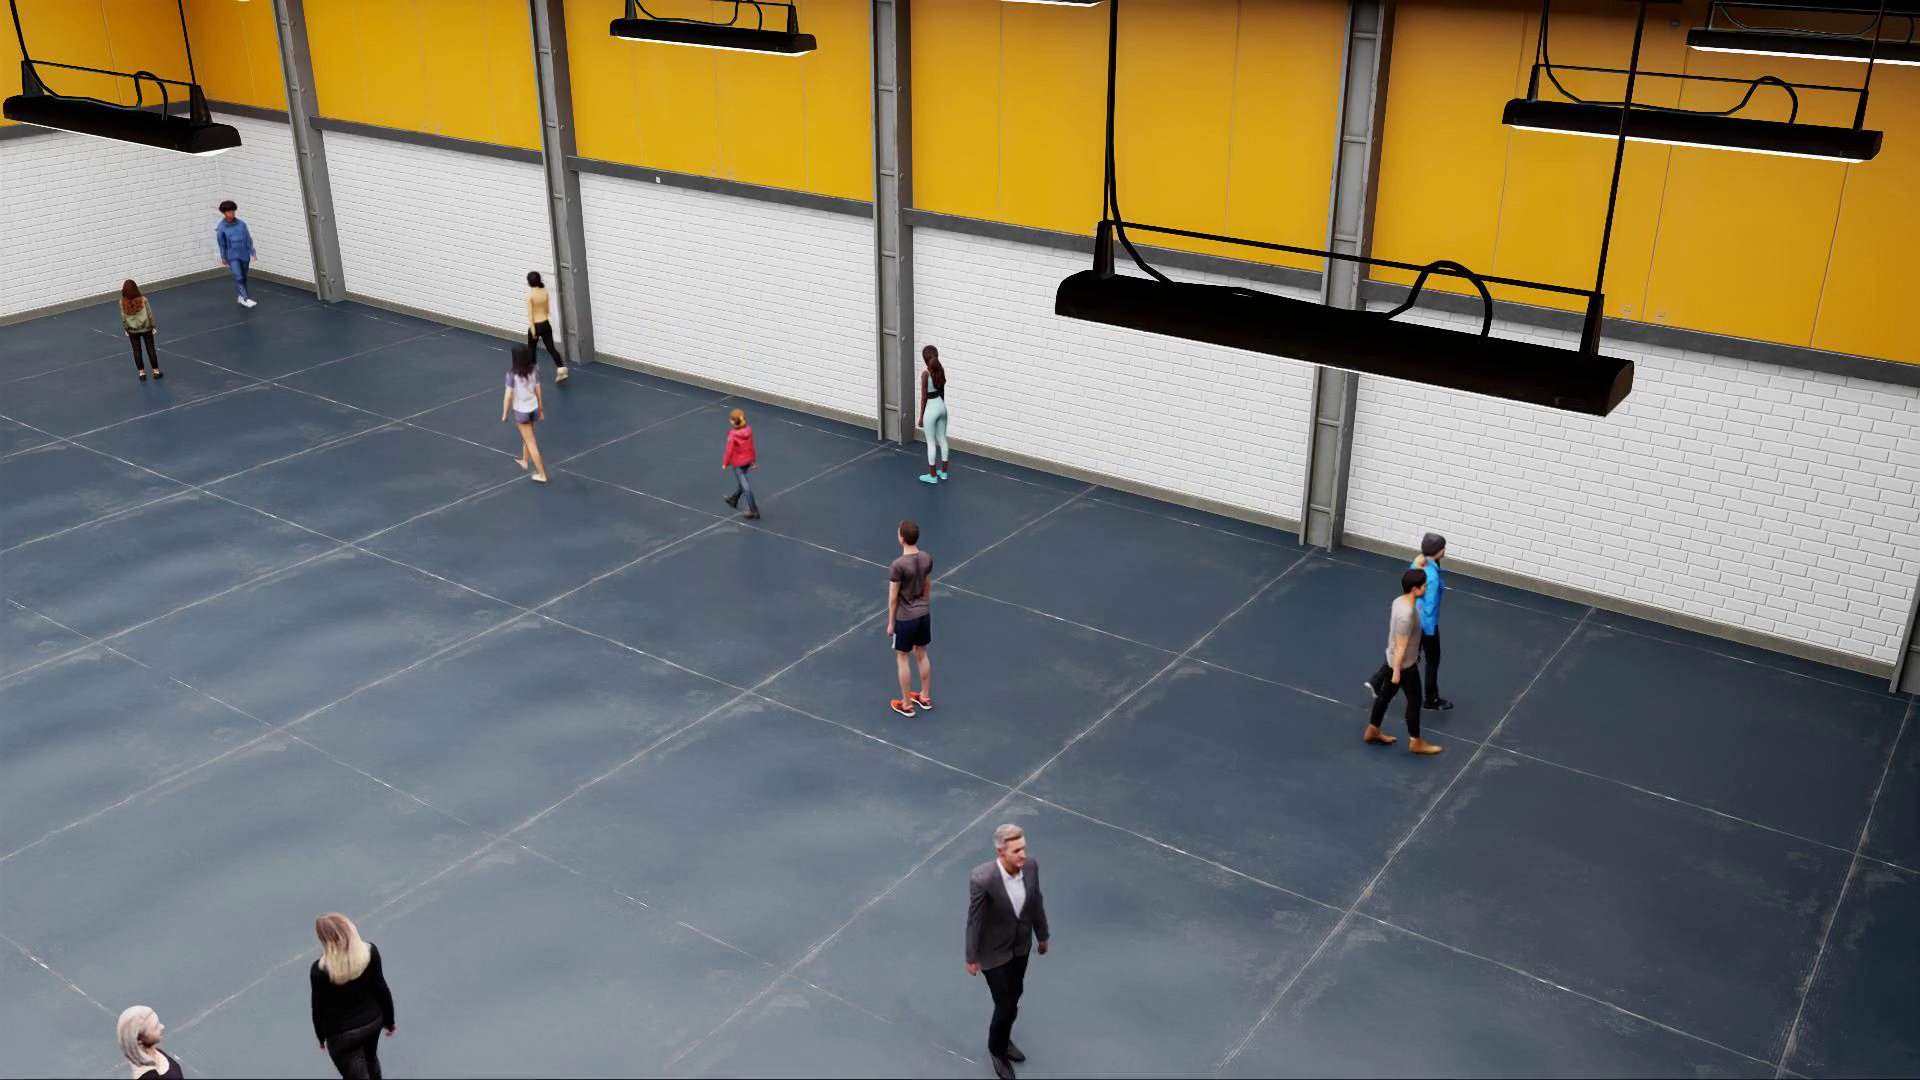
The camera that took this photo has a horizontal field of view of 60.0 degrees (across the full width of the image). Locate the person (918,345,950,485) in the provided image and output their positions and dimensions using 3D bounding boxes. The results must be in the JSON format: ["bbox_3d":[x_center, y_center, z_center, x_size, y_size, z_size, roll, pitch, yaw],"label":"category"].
[{"bbox_3d":[-0.316,-1.540,20.272,0.605,1.726,0.585,-21,31,-39],"label":"person"}]

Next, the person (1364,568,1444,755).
[{"bbox_3d":[3.743,1.035,14.418,0.989,1.697,0.841,4,24,8],"label":"person"}]

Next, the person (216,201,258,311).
[{"bbox_3d":[-11.954,-4.693,27.436,1.178,1.767,0.788,20,30,38],"label":"person"}]

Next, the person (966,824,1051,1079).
[{"bbox_3d":[0.235,2.583,10.721,0.823,1.821,0.769,-19,30,-36],"label":"person"}]

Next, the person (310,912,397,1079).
[{"bbox_3d":[-3.589,3.005,9.968,0.743,1.652,1.138,-20,31,-39],"label":"person"}]

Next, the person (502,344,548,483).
[{"bbox_3d":[-5.232,-1.517,20.247,0.953,1.704,0.634,17,29,33],"label":"person"}]

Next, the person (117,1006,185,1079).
[{"bbox_3d":[-4.321,3.297,9.077,0.706,1.829,0.543,-17,29,-34],"label":"person"}]

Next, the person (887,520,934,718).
[{"bbox_3d":[-0.438,0.702,14.987,0.667,1.851,0.600,-21,31,-40],"label":"person"}]

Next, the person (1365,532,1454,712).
[{"bbox_3d":[4.091,0.750,14.978,1.130,1.771,1.026,-2,24,-4],"label":"person"}]

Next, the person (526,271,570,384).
[{"bbox_3d":[-5.937,-3.021,23.782,1.123,1.628,0.673,20,30,38],"label":"person"}]

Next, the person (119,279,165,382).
[{"bbox_3d":[-11.851,-3.043,24.025,0.657,1.475,0.687,-8,25,-17],"label":"person"}]

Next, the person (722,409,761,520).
[{"bbox_3d":[-2.475,-0.856,19.255,0.843,1.288,0.514,15,28,30],"label":"person"}]
